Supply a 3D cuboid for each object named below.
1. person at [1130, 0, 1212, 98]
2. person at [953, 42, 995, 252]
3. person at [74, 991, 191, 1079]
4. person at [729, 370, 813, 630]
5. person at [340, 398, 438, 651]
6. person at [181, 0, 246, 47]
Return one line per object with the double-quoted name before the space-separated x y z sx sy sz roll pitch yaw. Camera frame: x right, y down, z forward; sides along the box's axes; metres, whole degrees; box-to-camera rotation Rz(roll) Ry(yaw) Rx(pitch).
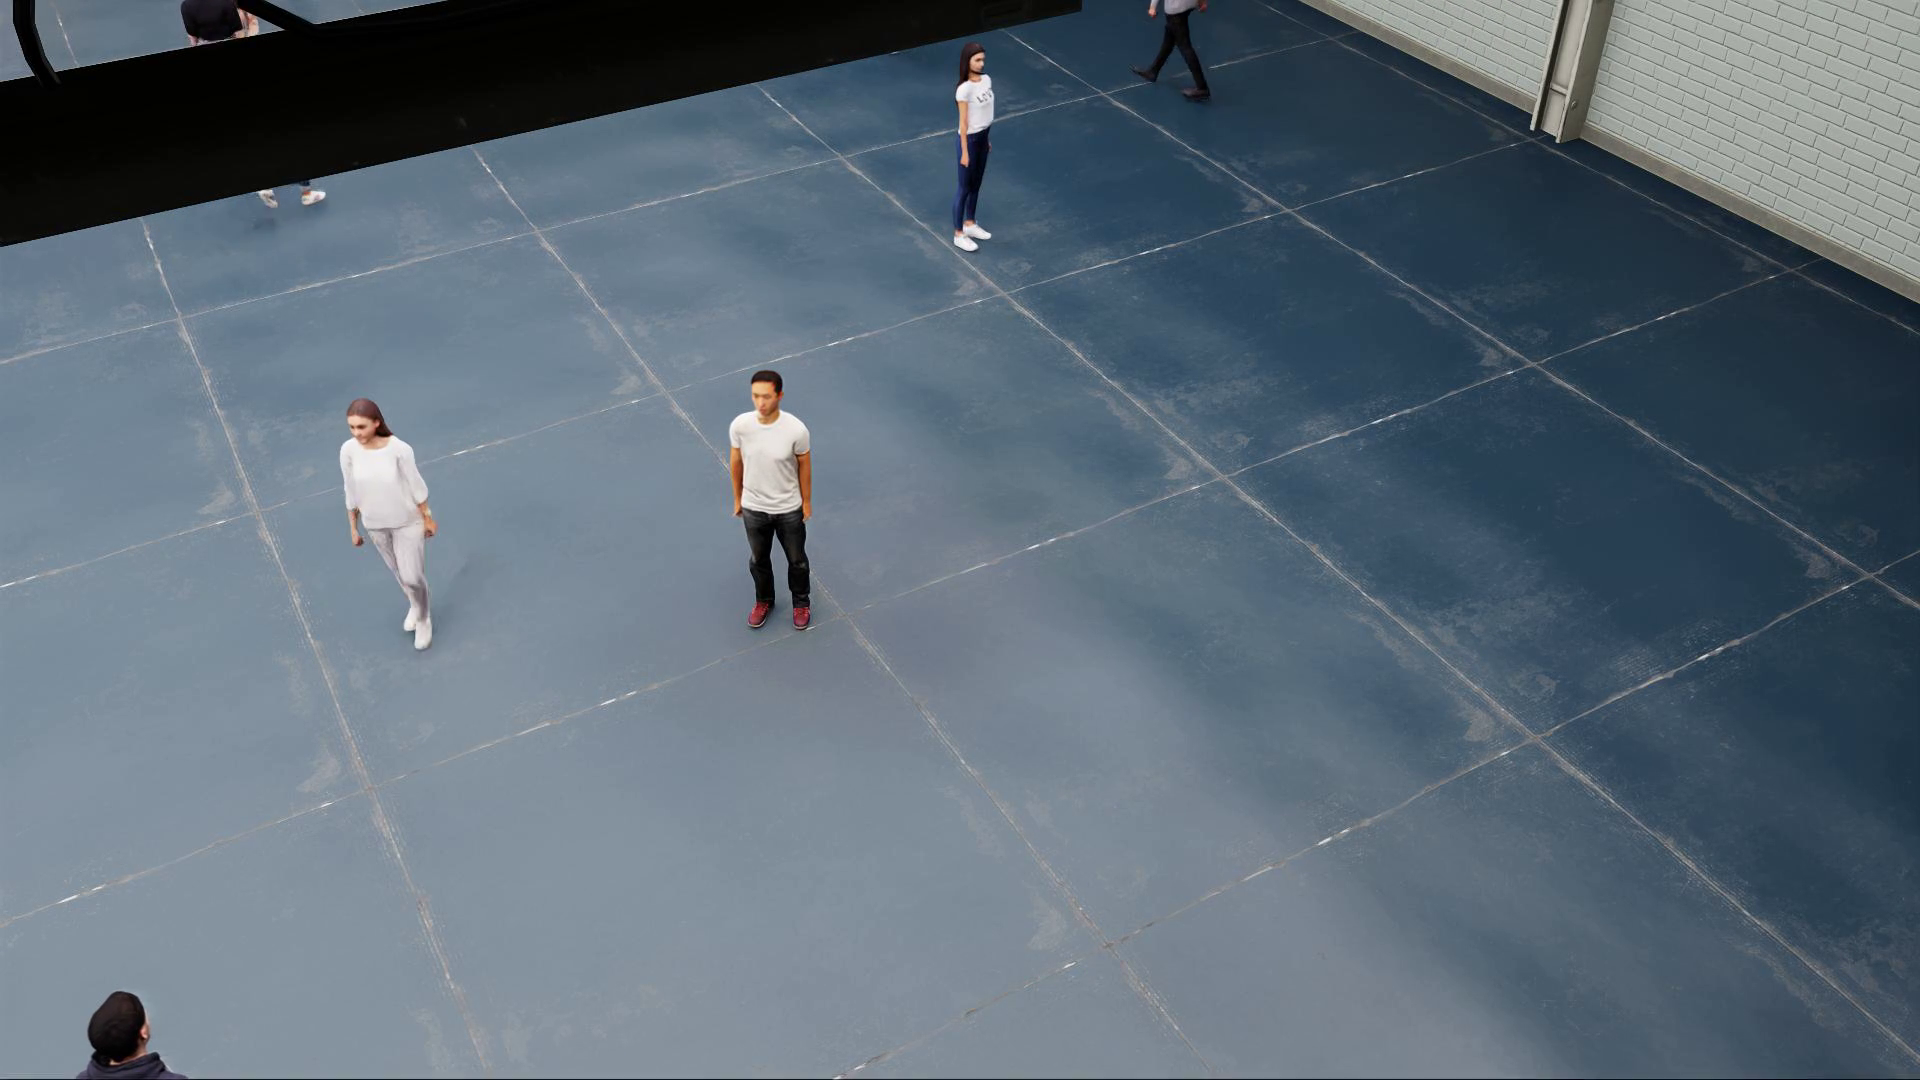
"person" 2.250 -5.258 16.385 1.360 1.871 1.032 28 46 31
"person" 0.098 -3.316 13.981 0.673 1.774 0.668 20 42 24
"person" -3.049 2.489 6.477 0.768 1.880 0.805 5 38 6
"person" -1.121 -0.246 10.033 0.714 1.805 0.725 2 38 3
"person" -3.403 -0.176 10.046 0.794 1.678 0.849 2 38 2
"person" -6.808 -4.392 15.387 0.713 1.738 0.736 -9 39 -12
